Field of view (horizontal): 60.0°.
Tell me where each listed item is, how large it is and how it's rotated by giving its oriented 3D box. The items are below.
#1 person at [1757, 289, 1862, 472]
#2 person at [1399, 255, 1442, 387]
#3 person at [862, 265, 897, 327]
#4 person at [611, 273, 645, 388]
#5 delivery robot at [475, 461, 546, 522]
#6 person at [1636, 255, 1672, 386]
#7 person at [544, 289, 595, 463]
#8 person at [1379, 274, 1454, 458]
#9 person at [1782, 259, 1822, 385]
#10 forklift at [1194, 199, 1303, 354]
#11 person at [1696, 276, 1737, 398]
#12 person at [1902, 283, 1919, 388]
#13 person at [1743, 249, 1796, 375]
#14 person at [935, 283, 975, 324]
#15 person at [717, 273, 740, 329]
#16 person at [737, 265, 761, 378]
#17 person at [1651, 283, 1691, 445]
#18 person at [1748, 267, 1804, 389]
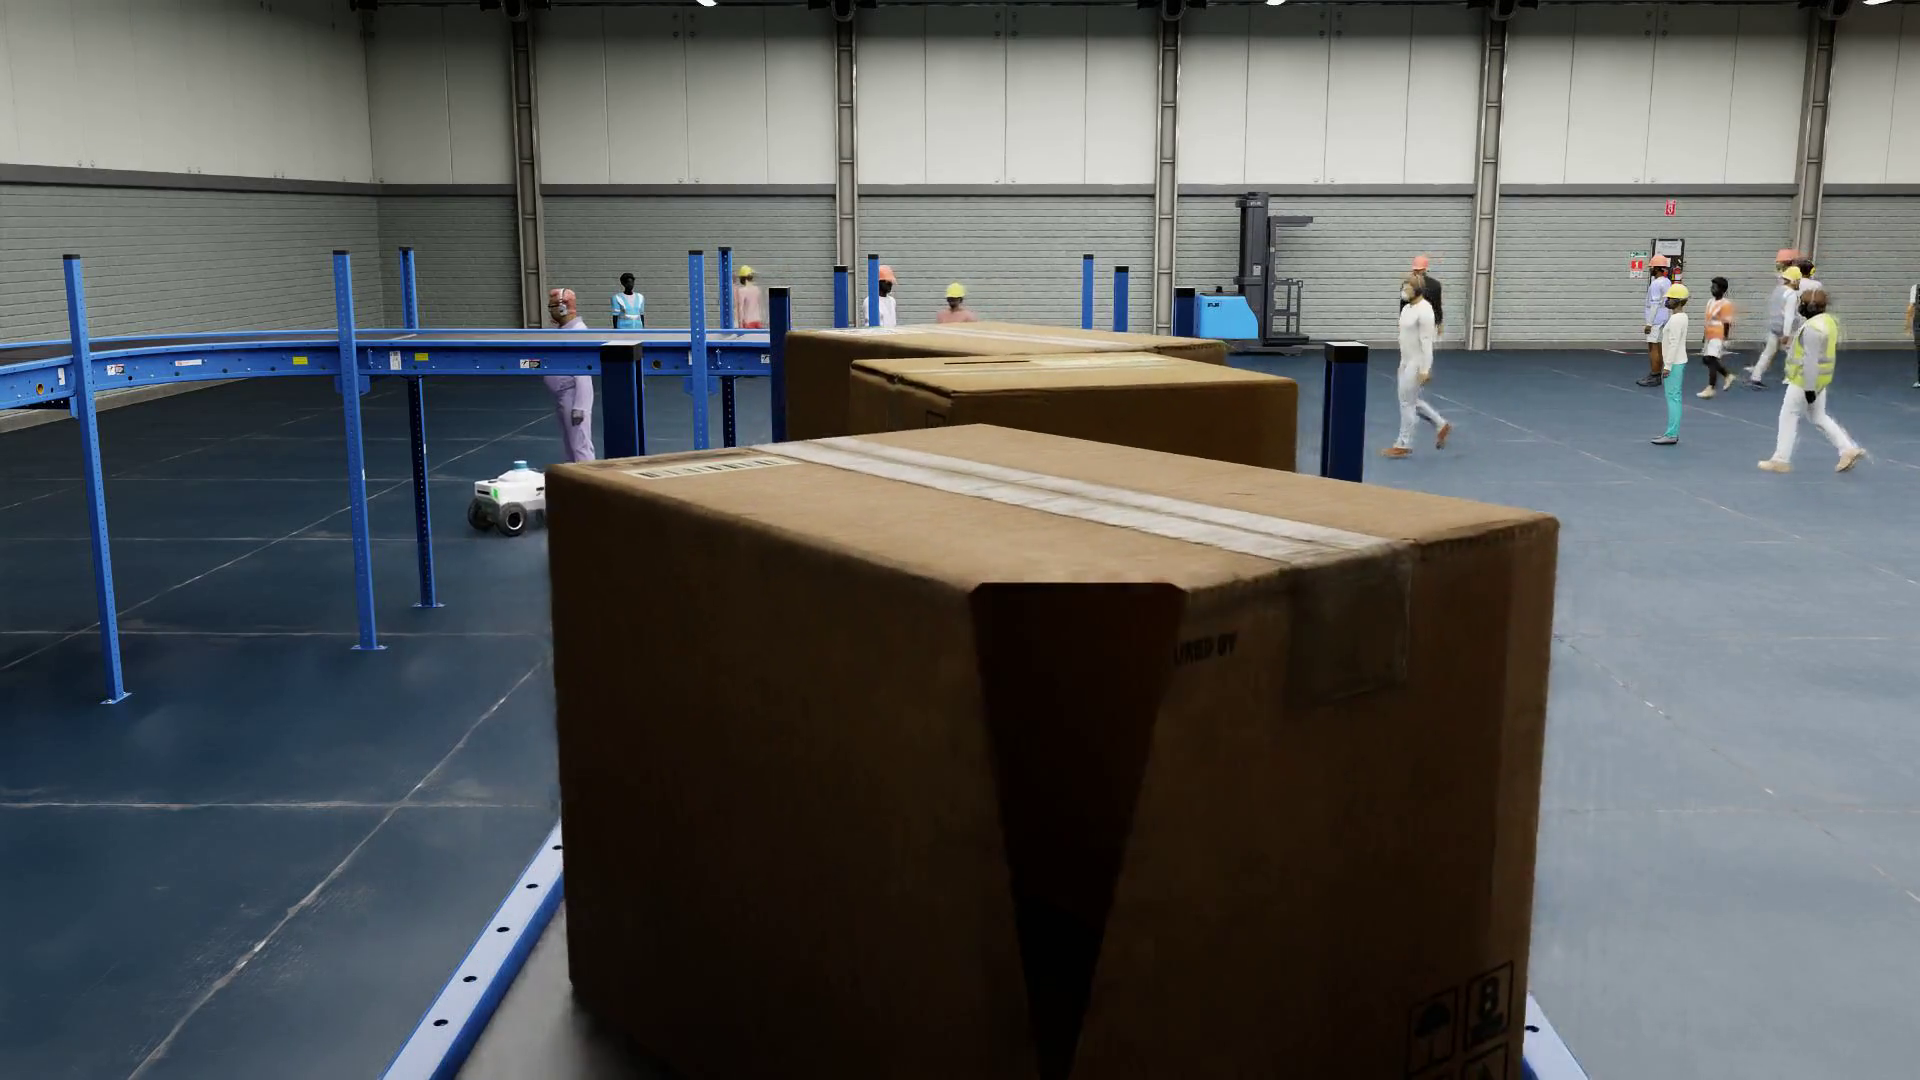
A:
[{"bbox_3d":[8.416,-1.558,16.333,0.827,1.814,0.625,10,15,43],"label":"person"},{"bbox_3d":[6.920,-3.277,24.844,0.637,1.951,0.838,9,14,40],"label":"person"},{"bbox_3d":[-0.902,-2.243,19.508,0.349,1.942,0.545,7,13,31],"label":"person"},{"bbox_3d":[-4.809,-3.033,24.199,0.540,1.695,0.317,-9,14,-37],"label":"person"},{"bbox_3d":[-3.546,-0.396,13.458,0.477,0.478,0.707,10,15,42],"label":"delivery robot"},{"bbox_3d":[10.371,-3.277,24.831,0.356,1.938,0.543,9,14,39],"label":"person"},{"bbox_3d":[-3.307,-1.166,14.077,0.399,1.905,0.642,-5,12,-24],"label":"person"},{"bbox_3d":[4.830,-1.821,17.403,0.749,1.923,0.638,-1,11,-5],"label":"person"},{"bbox_3d":[12.593,-3.257,24.919,0.518,1.866,0.323,6,13,29],"label":"person"},{"bbox_3d":[5.313,-4.851,30.603,1.873,2.768,1.129,0,11,1],"label":"forklift"},{"bbox_3d":[10.587,-2.823,23.139,0.533,1.681,0.536,0,11,-2],"label":"person"},{"bbox_3d":[14.124,-3.137,24.386,0.589,1.821,0.515,-8,13,-34],"label":"person"},{"bbox_3d":[13.228,-3.643,26.611,1.078,1.991,0.631,3,11,14],"label":"person"},{"bbox_3d":[-0.027,-2.234,20.000,0.528,1.729,0.844,7,13,33],"label":"person"},{"bbox_3d":[-3.921,-3.684,27.787,0.853,1.591,0.532,-9,14,-40],"label":"person"},{"bbox_3d":[-3.239,-3.402,25.969,0.553,1.754,0.531,7,13,30],"label":"person"},{"bbox_3d":[7.898,-1.951,18.455,0.306,1.772,0.527,6,13,29],"label":"person"},{"bbox_3d":[11.962,-3.068,24.155,0.935,1.786,0.602,0,11,-1],"label":"person"}]
